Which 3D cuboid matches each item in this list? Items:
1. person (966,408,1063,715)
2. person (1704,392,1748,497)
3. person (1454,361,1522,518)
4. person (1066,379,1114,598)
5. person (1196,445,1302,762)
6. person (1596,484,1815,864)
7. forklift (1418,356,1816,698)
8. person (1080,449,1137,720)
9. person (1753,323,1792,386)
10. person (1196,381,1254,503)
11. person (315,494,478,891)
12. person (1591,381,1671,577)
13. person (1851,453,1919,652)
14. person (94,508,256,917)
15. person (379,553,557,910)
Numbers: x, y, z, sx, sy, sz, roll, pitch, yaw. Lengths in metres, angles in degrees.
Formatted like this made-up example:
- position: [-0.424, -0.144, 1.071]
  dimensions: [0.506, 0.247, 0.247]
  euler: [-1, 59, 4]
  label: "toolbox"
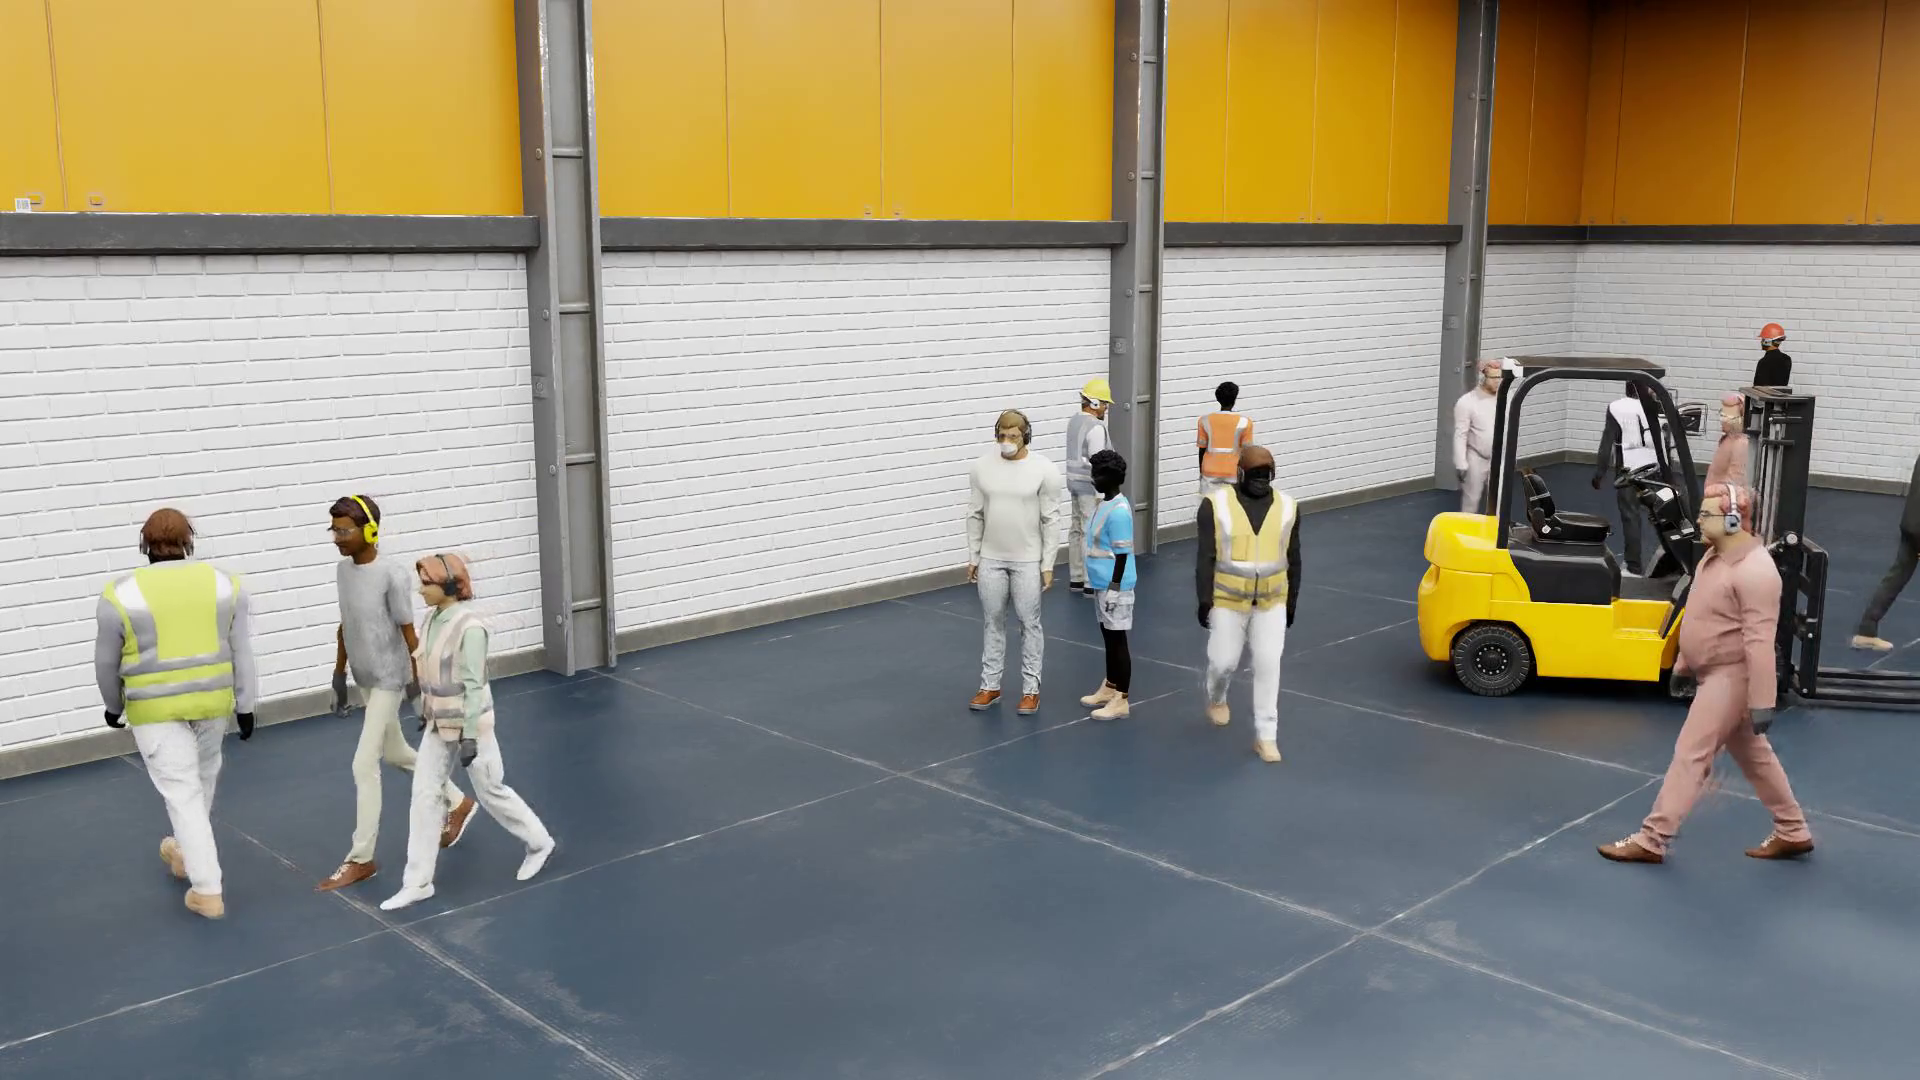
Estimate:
- position: [0.328, 0.134, 10.498]
  dimensions: [0.630, 1.938, 0.372]
  euler: [4, 11, 21]
  label: "person"
- position: [5.757, -0.194, 12.547]
  dimensions: [0.946, 1.845, 0.662]
  euler: [2, 11, 13]
  label: "person"
- position: [4.888, -0.717, 15.358]
  dimensions: [0.675, 1.850, 0.991]
  euler: [0, 10, -2]
  label: "person"
- position: [1.093, -0.434, 13.910]
  dimensions: [0.404, 1.821, 0.591]
  euler: [-3, 11, -17]
  label: "person"
- position: [1.676, 0.333, 9.736]
  dimensions: [0.649, 1.820, 0.693]
  euler: [-1, 10, -3]
  label: "person"
- position: [3.652, 0.650, 7.927]
  dimensions: [1.014, 1.859, 0.664]
  euler: [2, 11, 10]
  label: "person"
- position: [4.276, -0.101, 11.076]
  dimensions: [2.313, 2.155, 1.214]
  euler: [2, 11, 13]
  label: "forklift"
- position: [0.936, 0.275, 10.397]
  dimensions: [0.319, 1.693, 0.532]
  euler: [-1, 10, -5]
  label: "person"
- position: [9.386, -1.517, 19.339]
  dimensions: [0.611, 1.996, 0.379]
  euler: [-8, 13, -37]
  label: "person"
- position: [2.414, -0.602, 15.194]
  dimensions: [0.530, 1.690, 0.321]
  euler: [4, 11, 19]
  label: "person"
- position: [-2.699, 0.672, 7.910]
  dimensions: [0.565, 1.838, 0.910]
  euler: [9, 14, 40]
  label: "person"
- position: [5.886, -0.610, 14.656]
  dimensions: [0.594, 1.896, 0.667]
  euler: [-3, 11, -15]
  label: "person"
- position: [6.941, -0.045, 11.894]
  dimensions: [0.954, 1.796, 0.506]
  euler: [1, 10, 4]
  label: "person"
- position: [-3.575, 0.745, 7.535]
  dimensions: [0.909, 1.792, 0.615]
  euler: [10, 14, 43]
  label: "person"
- position: [-2.238, 0.841, 7.575]
  dimensions: [0.528, 1.609, 0.820]
  euler: [10, 14, 43]
  label: "person"
